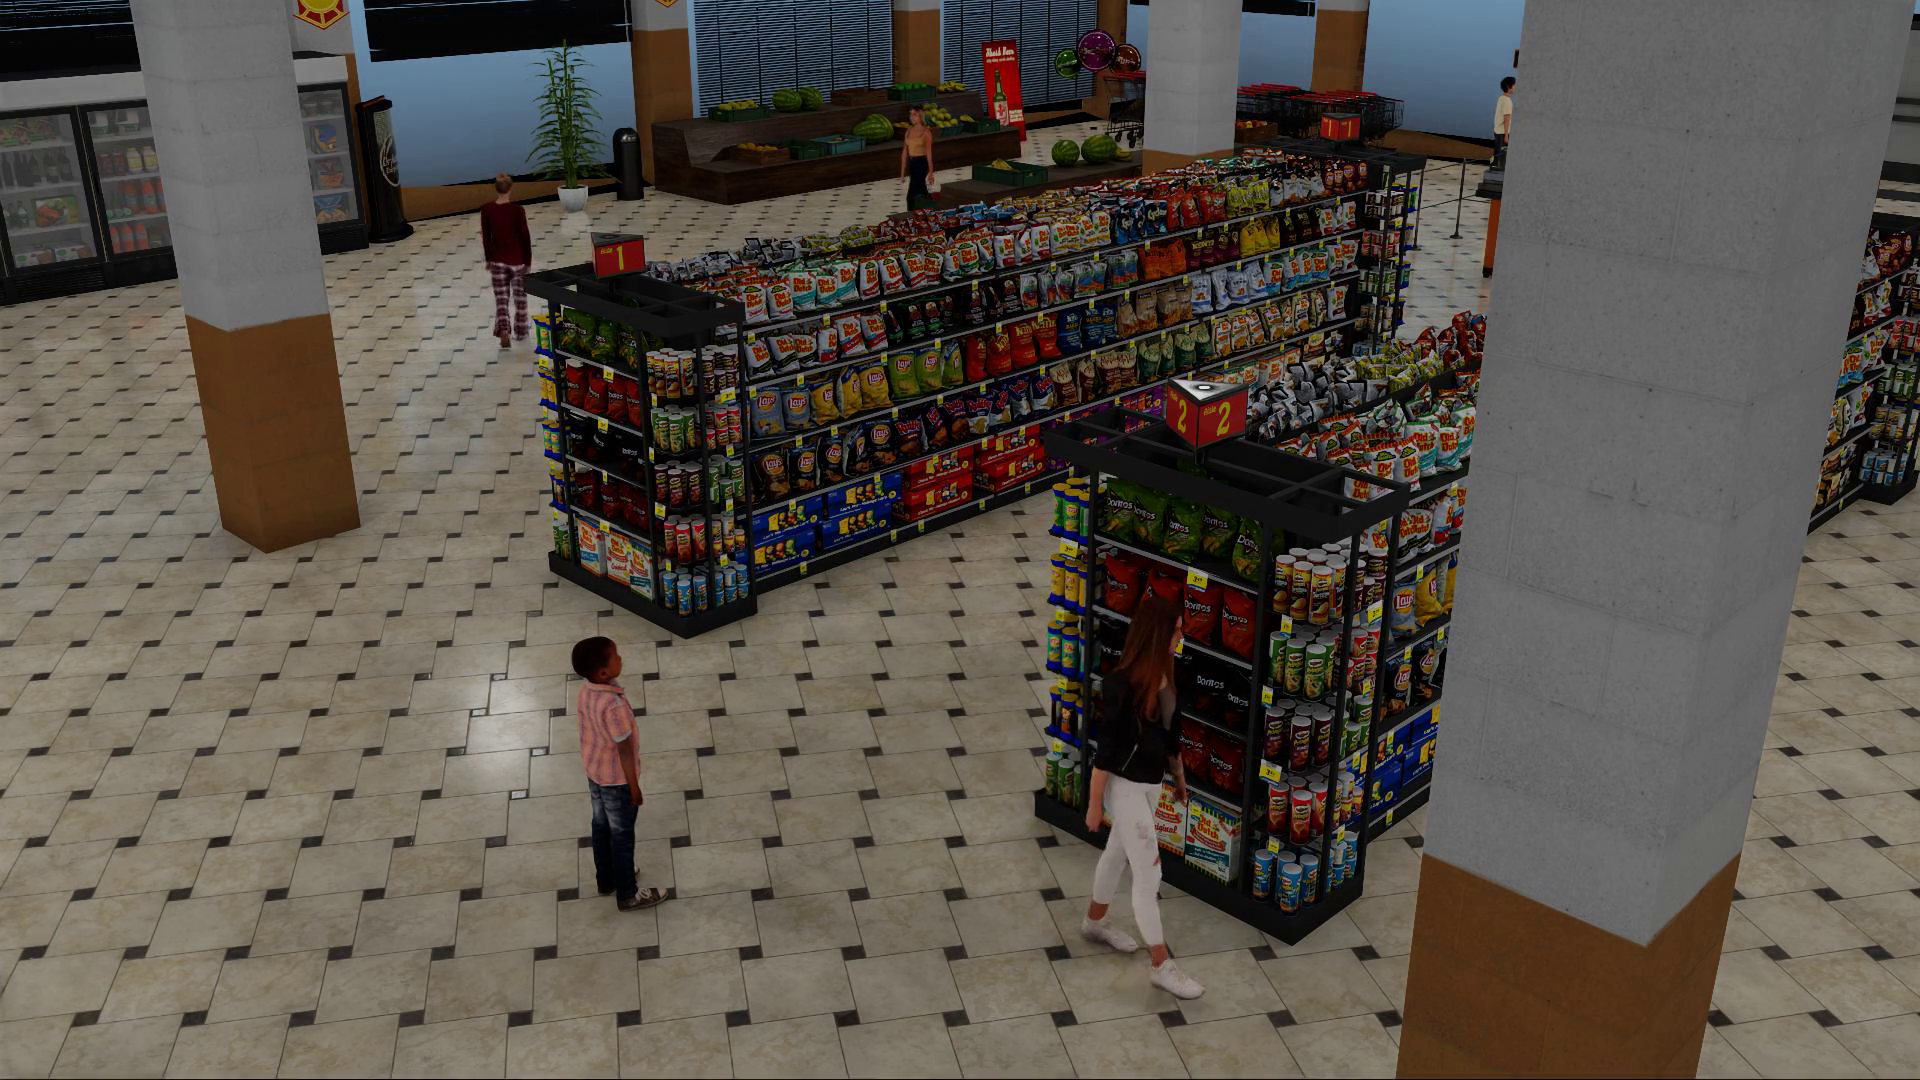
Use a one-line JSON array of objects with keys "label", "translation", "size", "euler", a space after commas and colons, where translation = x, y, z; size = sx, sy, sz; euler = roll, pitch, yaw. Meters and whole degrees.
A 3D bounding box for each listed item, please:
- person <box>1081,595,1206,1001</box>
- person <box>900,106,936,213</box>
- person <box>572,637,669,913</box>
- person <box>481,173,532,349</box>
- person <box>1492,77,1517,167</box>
[{"label": "person", "translation": [0.647, 0.994, 6.875], "size": [0.770, 1.679, 0.897], "euler": [16, 27, 34]}, {"label": "person", "translation": [-0.472, -4.649, 21.074], "size": [0.614, 1.563, 1.134], "euler": [19, 29, 39]}, {"label": "person", "translation": [-1.540, 1.016, 7.318], "size": [0.511, 1.307, 0.512], "euler": [-17, 28, -37]}, {"label": "person", "translation": [-4.360, -2.652, 15.959], "size": [1.000, 1.671, 1.025], "euler": [-2, 22, -5]}, {"label": "person", "translation": [7.910, -5.931, 24.231], "size": [0.703, 1.588, 0.633], "euler": [1, 22, 2]}]
